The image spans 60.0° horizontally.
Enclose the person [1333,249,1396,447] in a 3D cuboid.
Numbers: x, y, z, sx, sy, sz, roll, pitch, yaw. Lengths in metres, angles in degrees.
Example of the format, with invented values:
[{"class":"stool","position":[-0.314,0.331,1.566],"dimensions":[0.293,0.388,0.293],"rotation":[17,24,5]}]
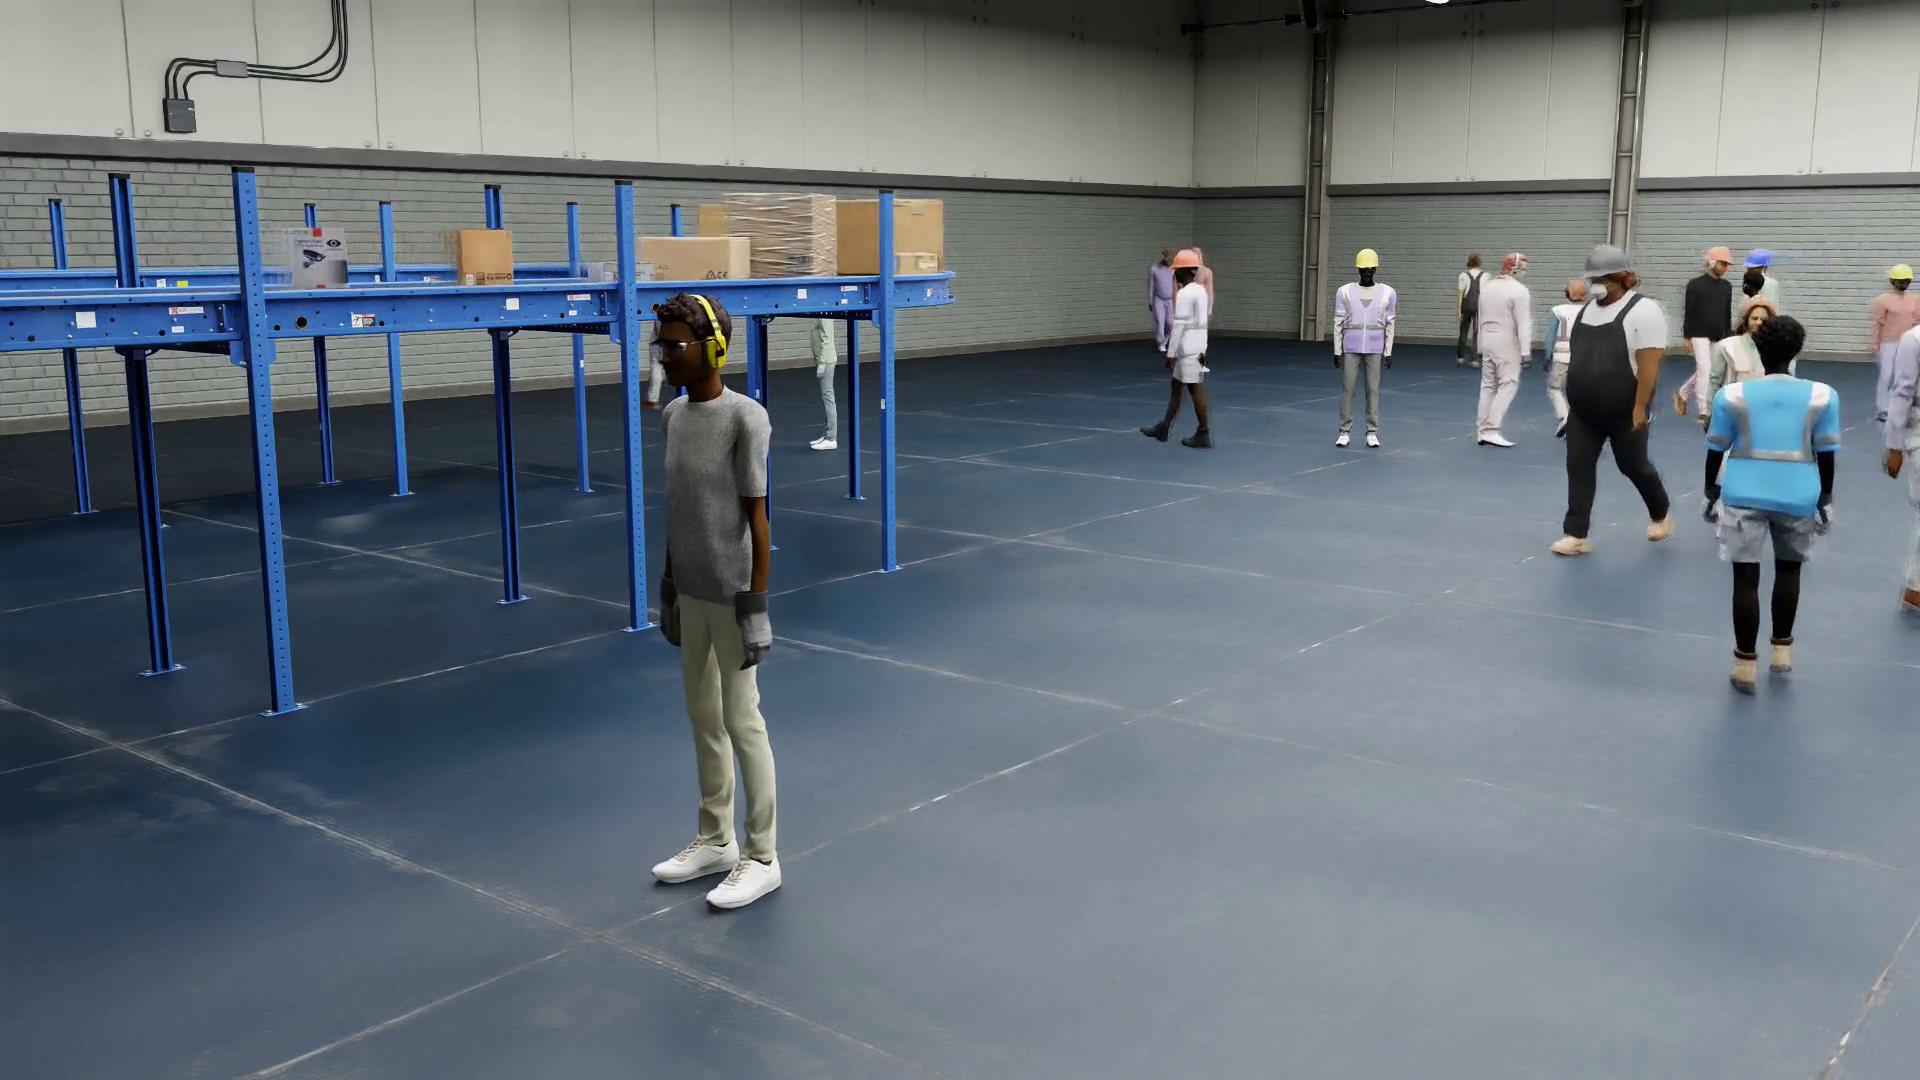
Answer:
[{"class":"person","position":[3.965,-1.883,16.343],"dimensions":[0.587,1.927,0.363],"rotation":[2,10,11]}]

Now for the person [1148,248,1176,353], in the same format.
[{"class":"person","position":[3.739,-4.371,30.271],"dimensions":[0.657,1.879,0.679],"rotation":[0,10,-3]}]

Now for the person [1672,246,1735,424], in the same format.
[{"class":"person","position":[8.330,-2.304,18.629],"dimensions":[0.604,1.957,0.892],"rotation":[-3,11,-15]}]

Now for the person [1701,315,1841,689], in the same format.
[{"class":"person","position":[3.677,-0.184,7.598],"dimensions":[0.553,1.673,0.605],"rotation":[4,11,20]}]

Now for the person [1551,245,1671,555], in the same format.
[{"class":"person","position":[4.291,-0.922,10.827],"dimensions":[0.921,2.000,0.686],"rotation":[-7,12,-33]}]

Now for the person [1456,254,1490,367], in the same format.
[{"class":"person","position":[8.241,-3.700,26.777],"dimensions":[0.516,1.786,1.011],"rotation":[1,10,8]}]

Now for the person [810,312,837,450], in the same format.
[{"class":"person","position":[-1.333,-1.703,16.162],"dimensions":[0.278,1.633,0.498],"rotation":[-1,10,-4]}]

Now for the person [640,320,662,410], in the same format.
[{"class":"person","position":[-3.424,-2.500,19.844],"dimensions":[0.961,1.909,0.633],"rotation":[7,12,32]}]

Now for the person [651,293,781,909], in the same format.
[{"class":"person","position":[-0.757,0.180,5.108],"dimensions":[0.318,1.865,0.520],"rotation":[-10,14,-44]}]

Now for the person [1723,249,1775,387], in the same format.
[{"class":"person","position":[9.155,-2.435,19.451],"dimensions":[0.935,1.899,0.676],"rotation":[3,11,14]}]

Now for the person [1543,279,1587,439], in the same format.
[{"class":"person","position":[6.154,-1.804,16.736],"dimensions":[0.538,1.627,0.415],"rotation":[0,10,0]}]

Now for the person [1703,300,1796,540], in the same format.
[{"class":"person","position":[5.294,-0.794,11.152],"dimensions":[0.540,1.607,0.674],"rotation":[4,11,21]}]

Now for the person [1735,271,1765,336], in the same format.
[{"class":"person","position":[8.793,-2.184,18.732],"dimensions":[0.843,1.653,0.547],"rotation":[8,13,36]}]

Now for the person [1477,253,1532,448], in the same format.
[{"class":"person","position":[5.354,-1.869,16.397],"dimensions":[0.435,1.889,0.723],"rotation":[-3,11,-17]}]

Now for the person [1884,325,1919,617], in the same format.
[{"class":"person","position":[5.218,-0.487,8.628],"dimensions":[0.626,1.907,0.892],"rotation":[0,10,-2]}]

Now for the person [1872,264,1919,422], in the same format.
[{"class":"person","position":[10.419,-2.187,18.494],"dimensions":[0.557,1.748,0.362],"rotation":[-1,10,-4]}]

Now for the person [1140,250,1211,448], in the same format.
[{"class":"person","position":[2.115,-1.879,16.372],"dimensions":[0.875,1.905,0.570],"rotation":[5,11,25]}]

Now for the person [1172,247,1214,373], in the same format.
[{"class":"person","position":[3.569,-3.510,25.430],"dimensions":[0.644,1.904,0.399],"rotation":[5,11,26]}]
